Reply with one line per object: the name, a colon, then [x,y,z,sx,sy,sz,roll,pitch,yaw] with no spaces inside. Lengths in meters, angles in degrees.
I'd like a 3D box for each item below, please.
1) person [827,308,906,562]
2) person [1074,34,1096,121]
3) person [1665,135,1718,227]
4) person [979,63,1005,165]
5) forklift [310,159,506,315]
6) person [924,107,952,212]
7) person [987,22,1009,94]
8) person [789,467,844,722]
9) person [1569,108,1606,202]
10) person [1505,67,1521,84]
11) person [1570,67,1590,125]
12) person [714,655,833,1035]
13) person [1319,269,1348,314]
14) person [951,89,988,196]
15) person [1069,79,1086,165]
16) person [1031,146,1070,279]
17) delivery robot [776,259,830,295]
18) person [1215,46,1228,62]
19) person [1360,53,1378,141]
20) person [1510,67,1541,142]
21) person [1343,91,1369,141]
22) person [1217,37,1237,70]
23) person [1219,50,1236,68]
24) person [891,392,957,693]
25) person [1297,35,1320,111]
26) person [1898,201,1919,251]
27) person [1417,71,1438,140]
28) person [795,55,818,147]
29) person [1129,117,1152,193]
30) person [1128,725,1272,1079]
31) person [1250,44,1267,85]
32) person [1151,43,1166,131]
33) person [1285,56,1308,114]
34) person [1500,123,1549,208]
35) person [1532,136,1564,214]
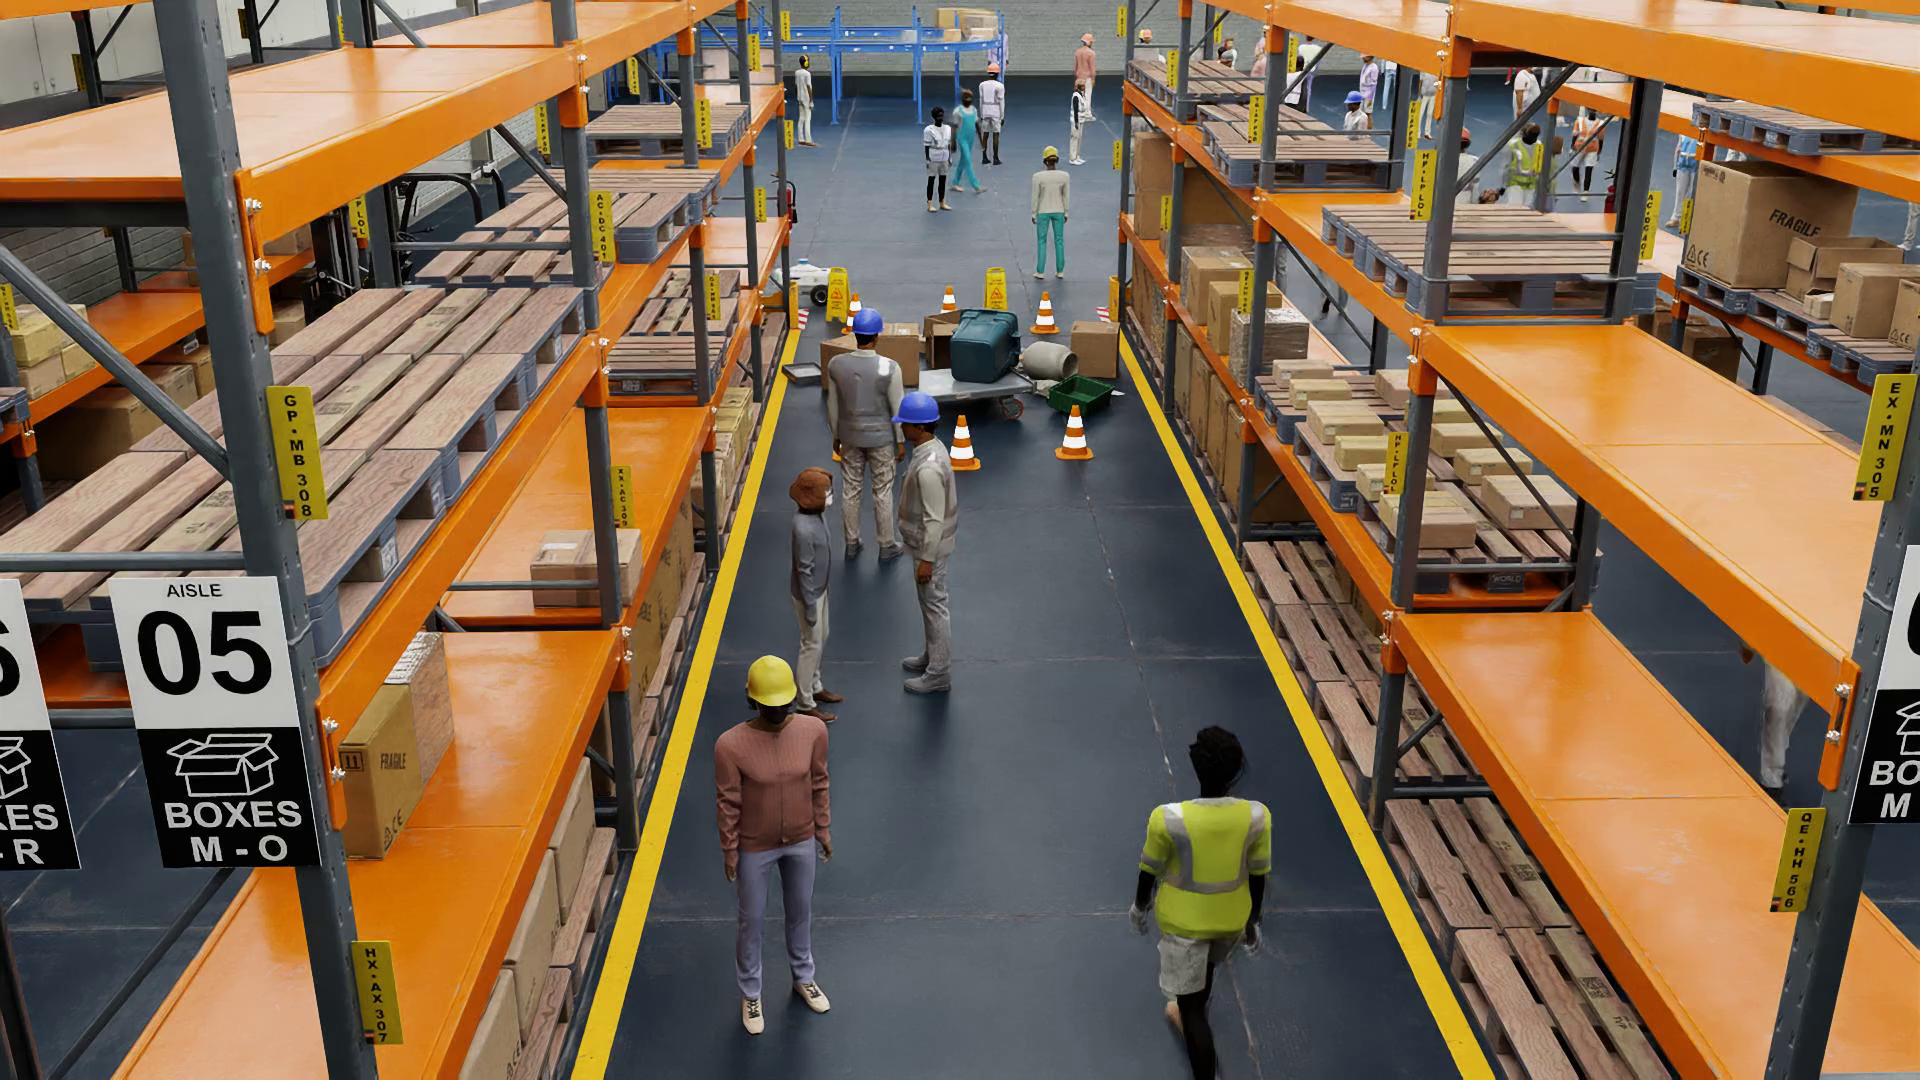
person: [-0.693,-0.785,12.557,0.614,1.946,0.389,6,22,16]
person: [2.972,-10.937,39.331,0.391,1.991,0.613,-18,27,-39]
person: [11.396,-5.770,25.885,0.429,1.840,0.627,-16,26,-36]
person: [0.639,-8.308,32.472,0.544,1.930,0.388,12,24,28]
forklift: [-5.622,-2.910,17.832,2.313,2.155,1.214,-1,21,-1]
person: [-0.359,-6.270,27.406,0.538,1.696,0.317,-15,25,-34]
person: [1.036,-13.007,44.913,0.651,1.913,0.410,-11,23,-26]
person: [-0.883,0.327,10.074,0.289,1.623,0.508,1,21,4]
person: [10.747,-6.681,28.501,0.553,1.681,0.674,11,23,26]
person: [15.907,-13.924,47.534,0.533,1.772,0.298,9,23,22]
person: [14.447,-10.472,38.618,0.278,1.622,0.508,13,24,30]
person: [-0.799,1.314,7.265,0.525,1.769,0.308,-11,23,-26]
person: [4.592,-3.595,20.272,0.558,1.740,0.472,3,21,8]
person: [0.154,-6.947,29.056,0.534,1.790,0.979,-19,28,-41]
person: [2.310,-8.194,32.588,0.313,1.632,0.520,6,21,15]
person: [1.210,-4.401,22.382,0.528,1.759,0.339,-5,21,-12]
delivery robot: [-1.973,-3.313,21.037,0.707,0.478,0.477,0,20,0]
person: [5.696,-9.922,36.769,0.398,1.908,0.598,-4,21,-11]
person: [8.586,-9.398,35.199,0.387,2.038,0.605,-3,21,-8]
person: [11.371,-8.710,33.376,0.536,2.000,0.688,13,24,31]
person: [6.492,-6.428,27.495,0.425,1.939,0.612,-6,22,-15]
person: [6.452,-11.269,40.412,0.570,1.843,0.372,-12,24,-30]
person: [5.447,-8.982,34.095,0.536,2.000,0.681,-5,21,-14]
person: [-0.220,0.012,10.450,0.406,1.945,0.613,-1,21,-1]
person: [8.589,-11.654,41.384,0.655,1.874,0.774,0,21,-1]
person: [14.049,-5.093,24.245,0.486,1.738,0.320,0,21,0]
person: [10.160,-9.609,36.001,0.521,1.864,0.336,-4,21,-10]
person: [-3.261,-9.247,35.050,0.327,1.861,0.519,-18,27,-39]
person: [3.018,-6.679,28.441,0.491,1.731,0.321,3,21,8]
person: [1.000,1.544,6.807,0.534,1.654,0.865,-5,21,-14]
person: [6.750,-10.238,37.604,0.403,1.906,0.651,1,21,3]
person: [4.376,-10.220,37.523,0.378,1.932,0.629,19,28,41]
person: [6.898,-8.980,34.262,0.371,1.916,0.597,-16,26,-36]
person: [8.280,-5.169,24.336,0.633,1.807,0.695,-5,21,-13]
person: [8.748,-5.140,24.556,0.806,1.593,0.522,6,21,15]
